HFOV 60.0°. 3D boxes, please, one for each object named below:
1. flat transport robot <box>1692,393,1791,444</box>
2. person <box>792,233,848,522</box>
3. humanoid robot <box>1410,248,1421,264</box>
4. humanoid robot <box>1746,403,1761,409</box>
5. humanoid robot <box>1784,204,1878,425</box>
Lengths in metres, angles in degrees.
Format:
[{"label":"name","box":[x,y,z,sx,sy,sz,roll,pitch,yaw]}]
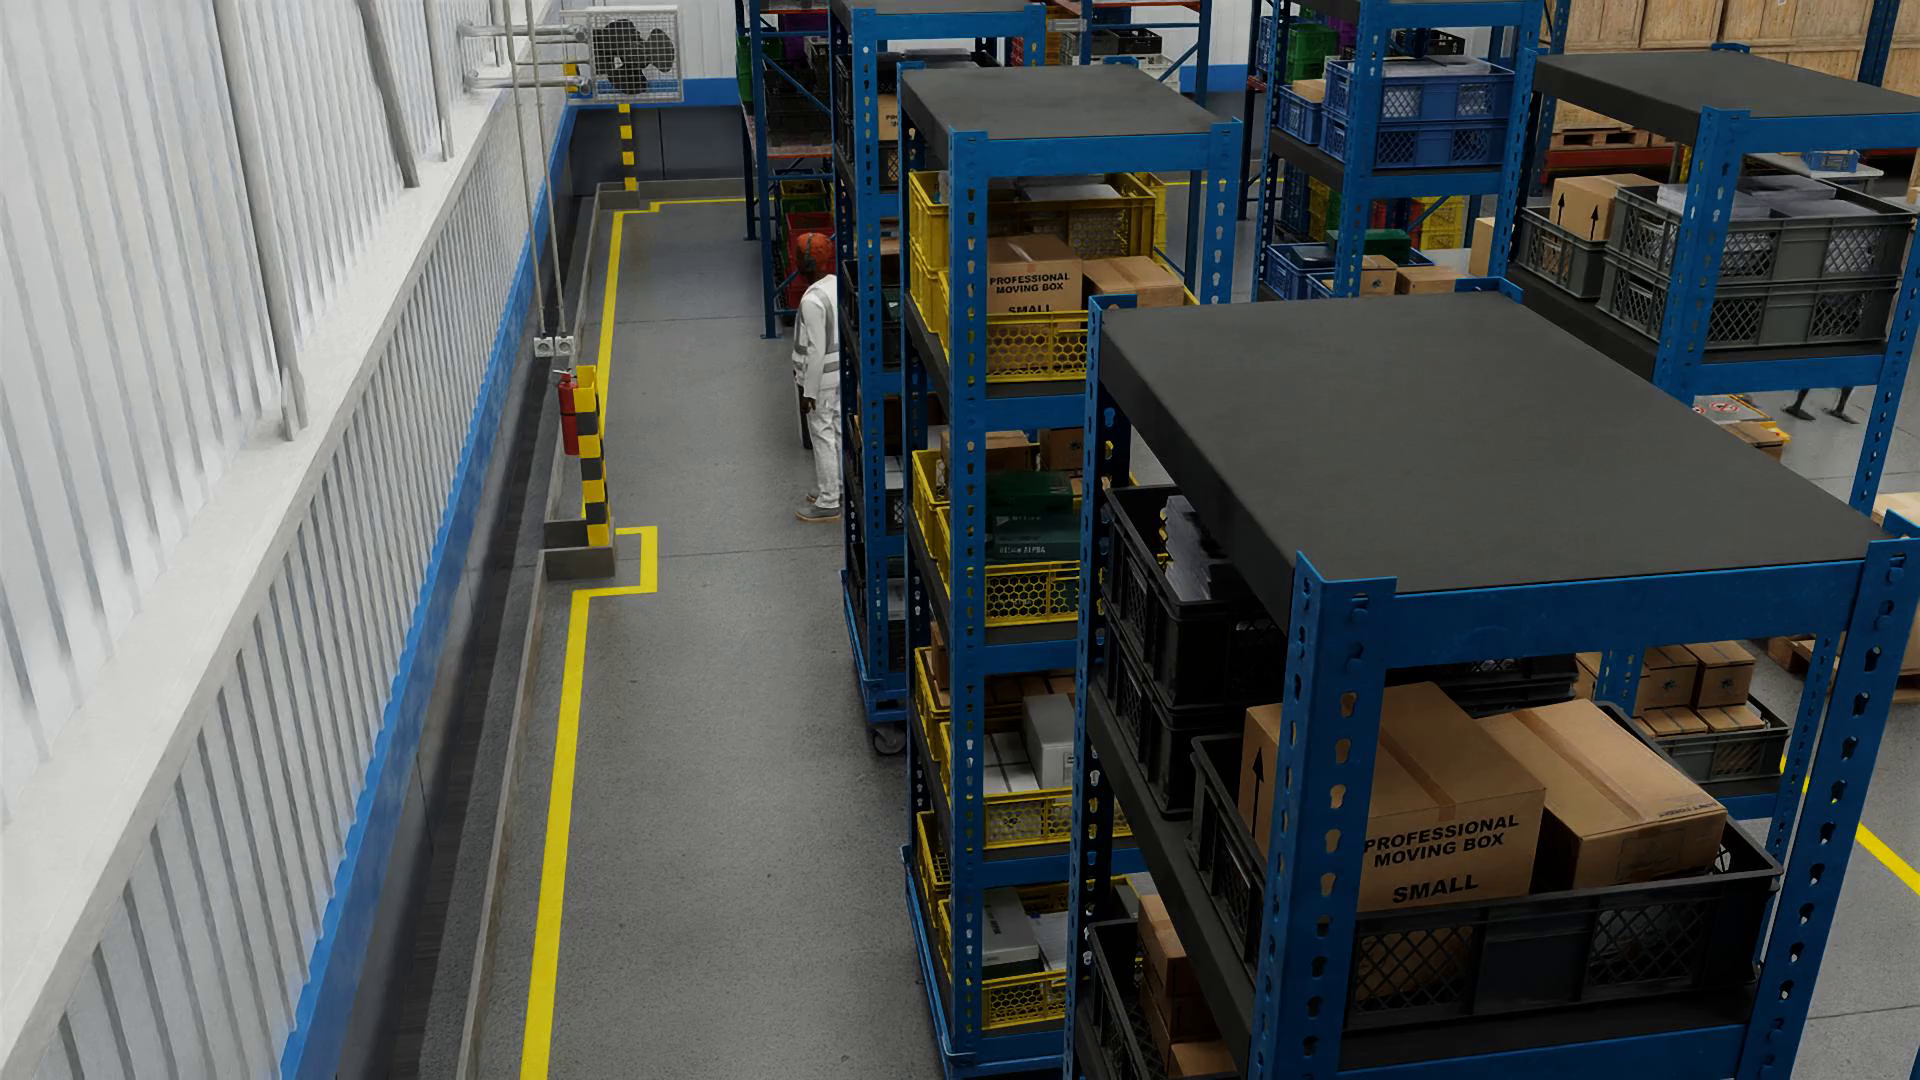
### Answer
[{"label":"flat transport robot","box":[5.224,-0.859,12.132,1.431,0.197,0.652,-4,25,-8]},{"label":"person","box":[-0.892,-1.031,10.606,0.342,1.882,0.585,5,25,10]},{"label":"humanoid robot","box":[2.916,-1.119,11.043,0.579,1.652,0.316,5,25,12]},{"label":"humanoid robot","box":[5.870,-1.833,12.628,0.598,1.639,0.592,-14,28,-28]},{"label":"humanoid robot","box":[6.477,-1.638,12.177,0.591,1.640,0.593,-11,27,-23]}]
